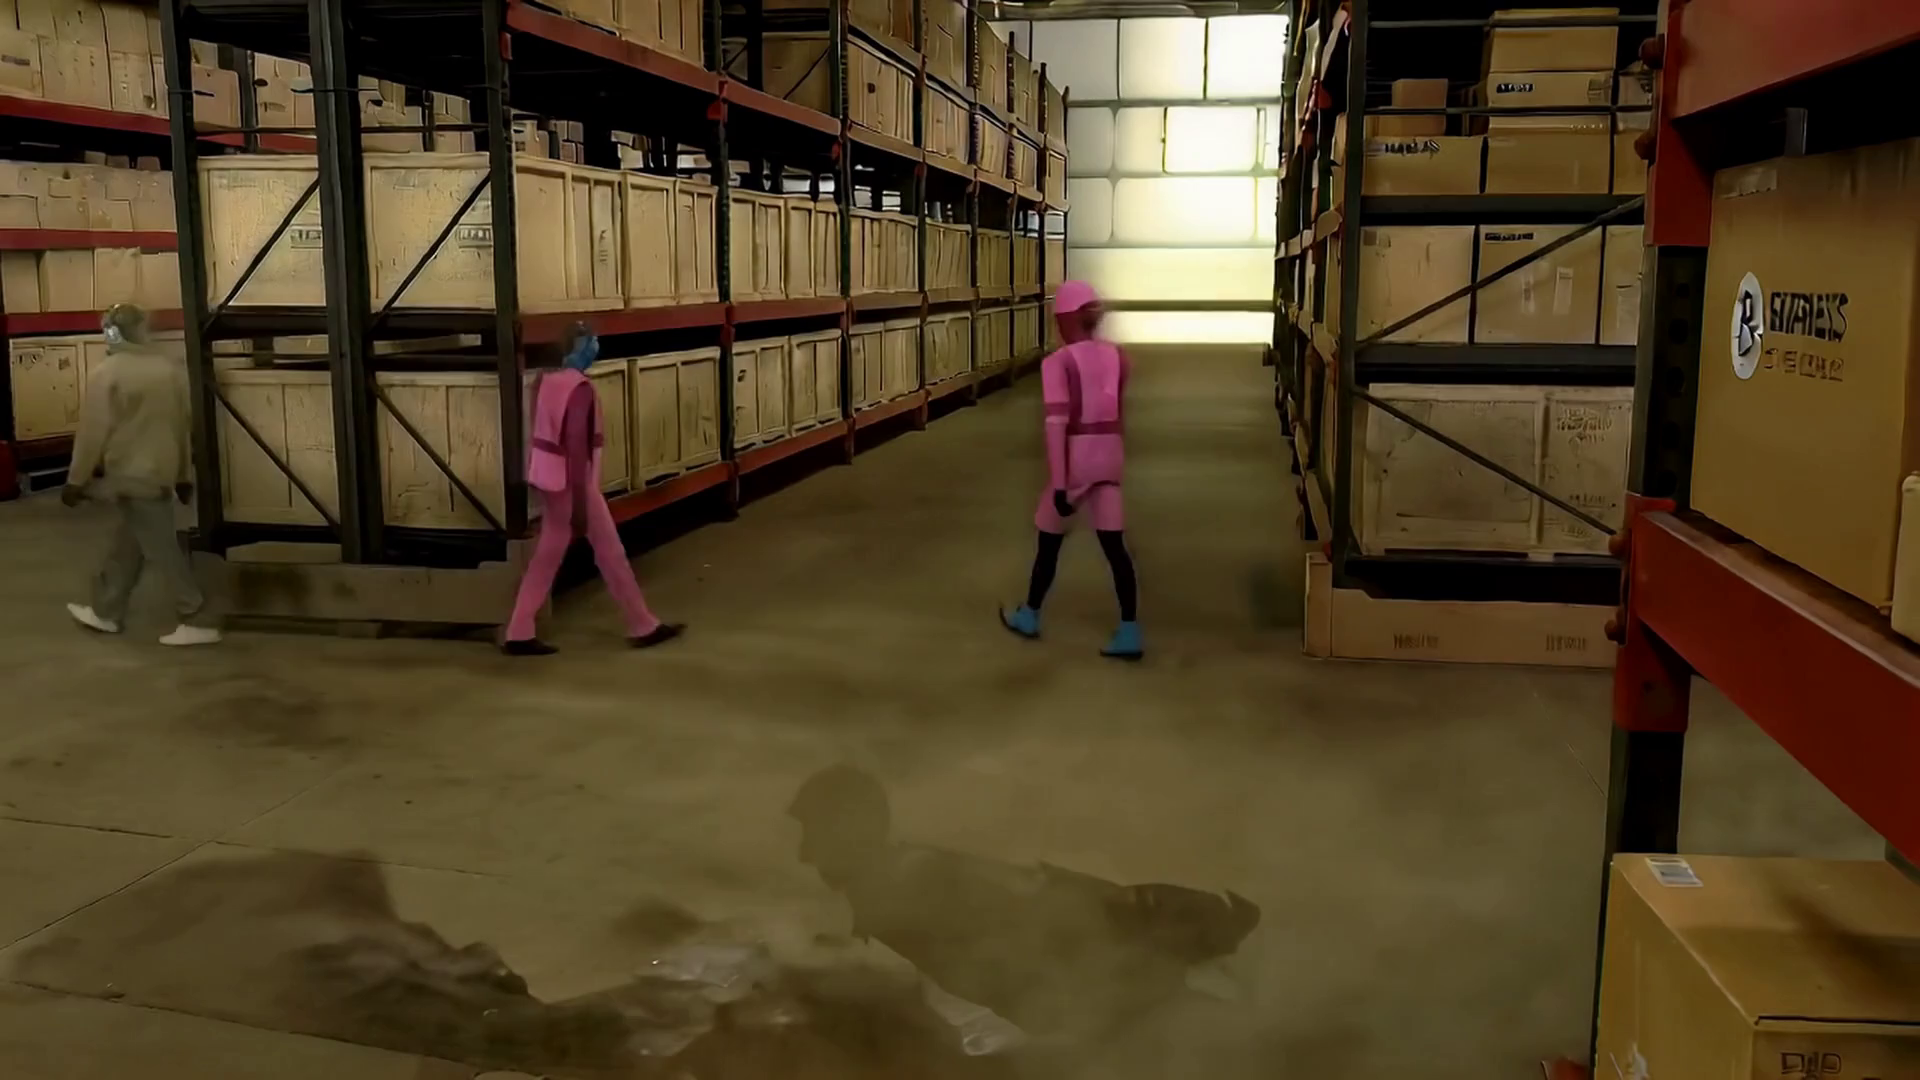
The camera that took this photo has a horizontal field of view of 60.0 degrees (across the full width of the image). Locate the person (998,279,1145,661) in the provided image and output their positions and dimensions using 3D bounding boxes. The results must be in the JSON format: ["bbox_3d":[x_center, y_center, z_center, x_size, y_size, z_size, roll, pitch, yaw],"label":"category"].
[{"bbox_3d":[0.631,-0.383,8.854,0.614,1.987,1.064,-6,11,-33],"label":"person"}]

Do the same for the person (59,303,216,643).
[{"bbox_3d":[-4.543,-0.357,9.097,1.011,1.852,0.661,1,9,6],"label":"person"}]

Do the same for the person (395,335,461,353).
[{"bbox_3d":[-5.043,-1.429,15.718,0.671,1.850,0.983,1,9,4],"label":"person"}]

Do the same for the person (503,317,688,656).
[{"bbox_3d":[-1.991,-0.277,8.797,0.988,1.782,0.570,-6,11,-31],"label":"person"}]
